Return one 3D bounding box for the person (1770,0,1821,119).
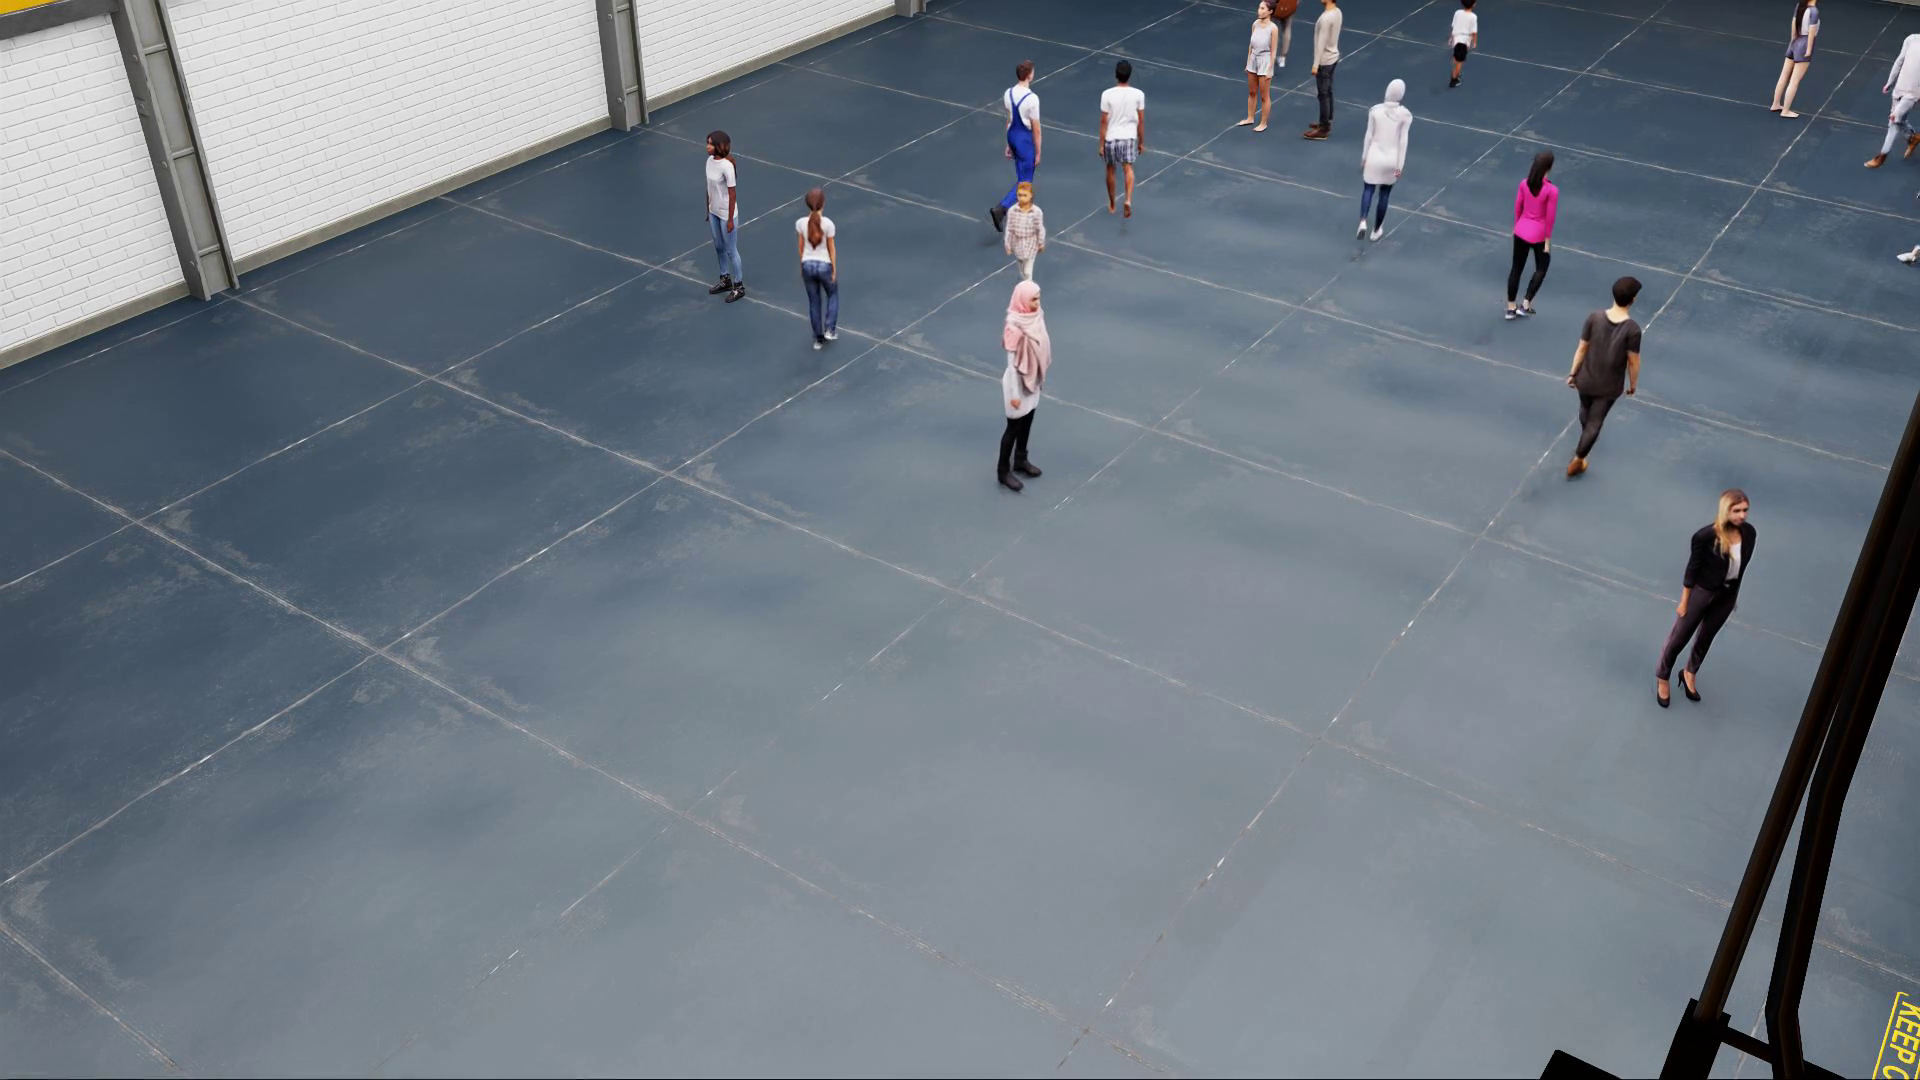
[{"bbox_3d":[10.600,-6.194,21.004,0.729,1.650,0.663,-5,34,-7],"label":"person"}]

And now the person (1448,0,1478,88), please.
[{"bbox_3d":[6.612,-6.616,22.003,0.543,1.247,0.655,28,43,35],"label":"person"}]

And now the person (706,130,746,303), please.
[{"bbox_3d":[-2.342,-3.216,16.461,0.599,1.720,0.630,-26,42,-34],"label":"person"}]

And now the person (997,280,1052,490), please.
[{"bbox_3d":[0.496,-1.262,13.450,0.668,1.799,0.488,21,39,28],"label":"person"}]

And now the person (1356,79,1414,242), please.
[{"bbox_3d":[4.437,-3.954,17.529,0.713,1.766,0.913,14,36,20],"label":"person"}]

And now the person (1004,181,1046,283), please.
[{"bbox_3d":[0.647,-2.950,16.470,0.750,1.266,1.004,7,34,11],"label":"person"}]

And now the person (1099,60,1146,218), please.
[{"bbox_3d":[1.755,-4.326,18.131,0.905,1.720,1.001,0,34,-1],"label":"person"}]

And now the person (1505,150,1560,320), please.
[{"bbox_3d":[5.456,-2.902,16.012,0.649,1.693,0.659,-26,42,-34],"label":"person"}]

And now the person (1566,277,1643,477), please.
[{"bbox_3d":[5.223,-1.301,13.621,0.727,1.674,1.075,26,42,34],"label":"person"}]

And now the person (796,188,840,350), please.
[{"bbox_3d":[-1.341,-2.514,15.555,0.637,1.552,0.690,4,34,6],"label":"person"}]

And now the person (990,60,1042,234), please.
[{"bbox_3d":[0.606,-4.187,17.824,0.731,1.828,1.189,27,42,35],"label":"person"}]

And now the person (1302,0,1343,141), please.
[{"bbox_3d":[4.464,-5.821,20.254,0.747,1.859,0.546,14,36,20],"label":"person"}]

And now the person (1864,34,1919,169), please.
[{"bbox_3d":[11.181,-5.284,19.483,1.201,1.817,1.073,-11,35,-16],"label":"person"}]

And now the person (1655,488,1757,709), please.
[{"bbox_3d":[4.974,0.386,11.086,0.665,1.672,0.733,-7,34,-10],"label":"person"}]

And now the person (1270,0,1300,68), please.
[{"bbox_3d":[4.363,-7.322,22.530,0.860,1.839,0.915,-3,34,-5],"label":"person"}]

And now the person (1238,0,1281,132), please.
[{"bbox_3d":[3.735,-5.892,20.587,0.625,1.607,0.634,-23,40,-30],"label":"person"}]
